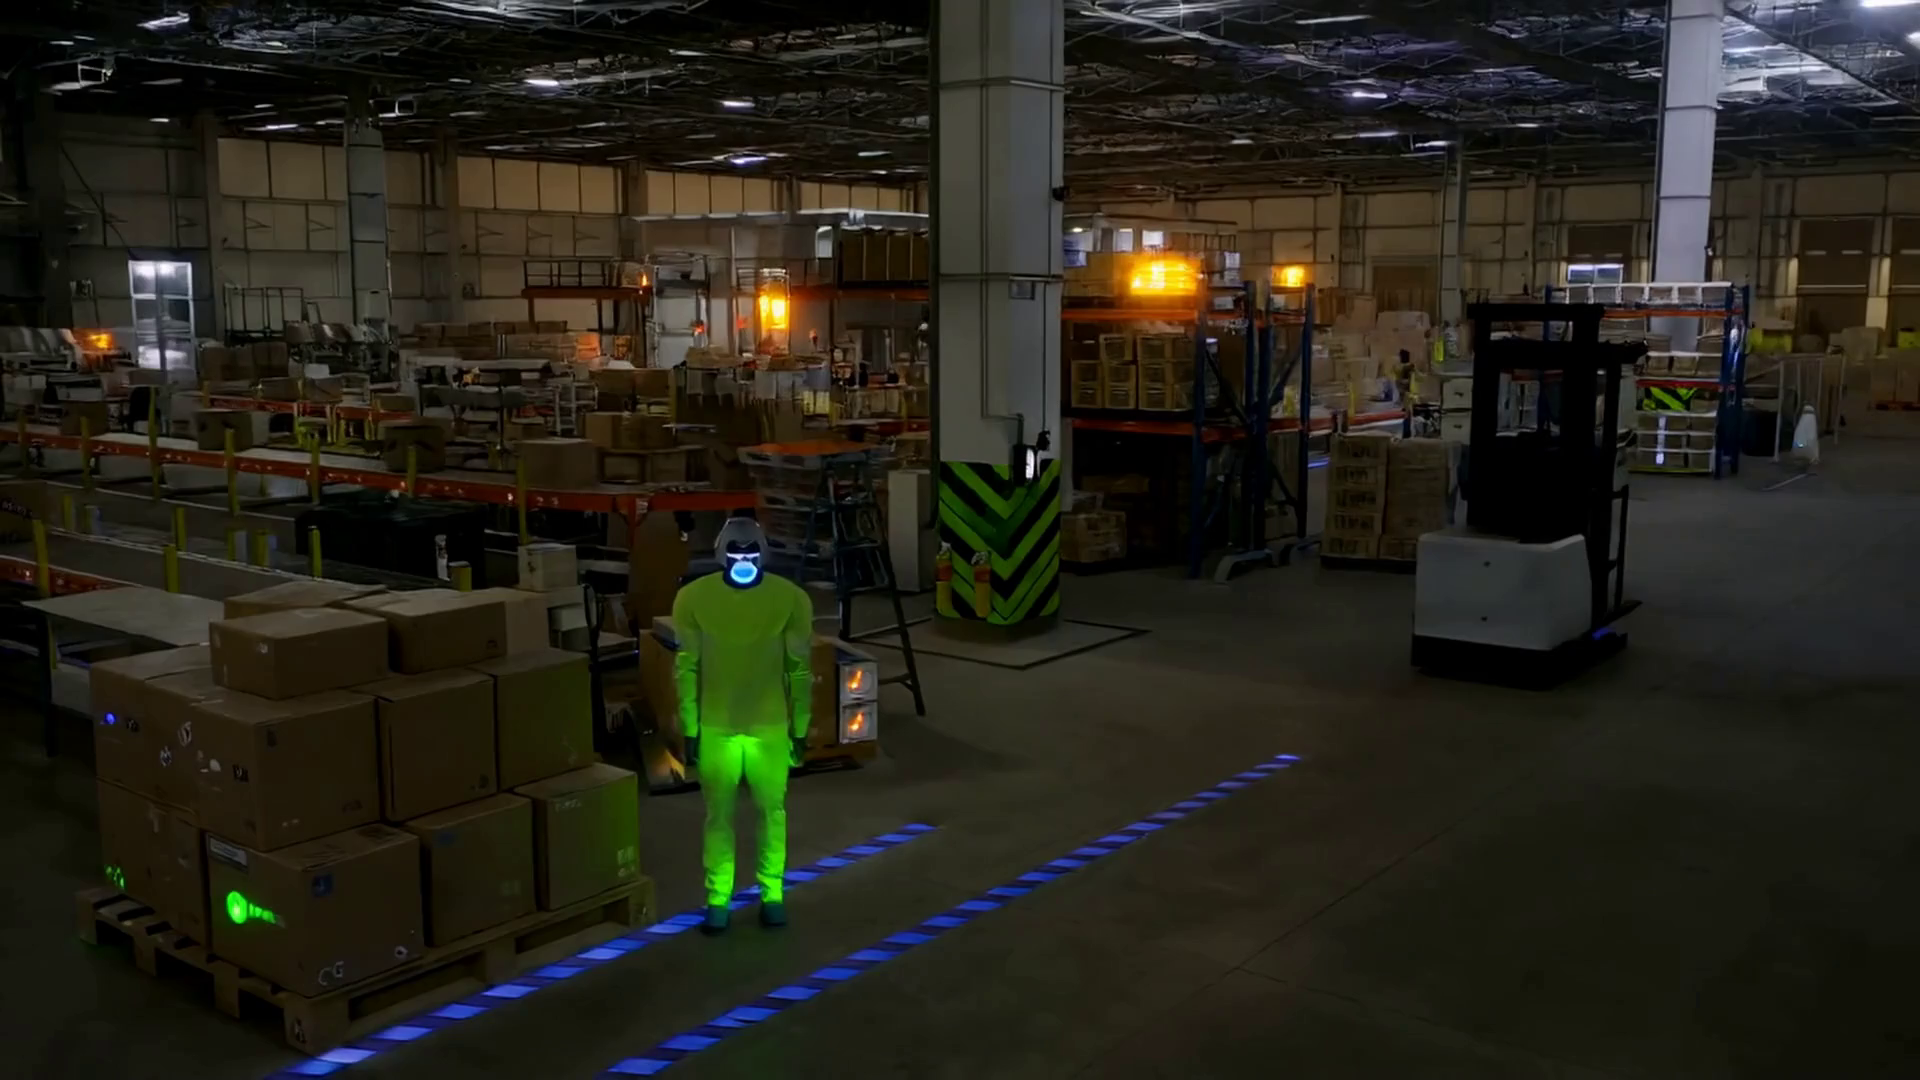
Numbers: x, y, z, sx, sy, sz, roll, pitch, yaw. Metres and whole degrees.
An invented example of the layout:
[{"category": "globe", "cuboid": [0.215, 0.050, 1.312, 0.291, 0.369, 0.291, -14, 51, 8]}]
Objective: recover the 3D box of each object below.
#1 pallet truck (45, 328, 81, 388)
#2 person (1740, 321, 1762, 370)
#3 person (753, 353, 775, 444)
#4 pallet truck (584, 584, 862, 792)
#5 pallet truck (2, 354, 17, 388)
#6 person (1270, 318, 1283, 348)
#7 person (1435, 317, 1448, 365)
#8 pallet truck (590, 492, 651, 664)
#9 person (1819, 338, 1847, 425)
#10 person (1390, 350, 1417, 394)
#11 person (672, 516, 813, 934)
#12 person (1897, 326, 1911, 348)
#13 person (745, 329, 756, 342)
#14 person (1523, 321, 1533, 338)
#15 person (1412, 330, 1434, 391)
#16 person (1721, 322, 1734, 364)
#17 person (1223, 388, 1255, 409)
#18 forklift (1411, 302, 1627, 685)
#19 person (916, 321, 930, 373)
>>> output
[{"category": "pallet truck", "cuboid": [-23.775, -4.544, 43.495, 1.885, 1.965, 0.823, 6, 10, 35]}, {"category": "person", "cuboid": [29.935, -7.346, 62.866, 0.622, 1.850, 1.003, -6, 10, -34]}, {"category": "person", "cuboid": [-3.714, -2.662, 31.570, 0.302, 1.772, 0.527, 6, 11, 37]}, {"category": "pallet truck", "cuboid": [-1.426, 0.805, 10.019, 1.601, 1.201, 0.680, -4, 9, -26]}, {"category": "pallet truck", "cuboid": [-24.881, -4.417, 42.634, 1.885, 1.965, 0.823, 8, 11, 41]}, {"category": "person", "cuboid": [13.977, -8.868, 73.333, 0.655, 1.792, 0.888, 5, 10, 32]}, {"category": "person", "cuboid": [19.582, -8.087, 67.627, 0.379, 1.931, 0.625, -4, 10, -27]}, {"category": "pallet truck", "cuboid": [-3.115, 0.344, 12.883, 0.653, 1.274, 1.630, 7, 11, 37]}, {"category": "person", "cuboid": [19.260, -3.506, 36.841, 0.552, 1.894, 0.948, -5, 10, -32]}, {"category": "person", "cuboid": [9.630, -3.310, 36.312, 0.539, 1.653, 0.859, 7, 11, 41]}, {"category": "person", "cuboid": [-0.970, 0.837, 7.493, 0.624, 1.925, 0.391, -1, 8, -5]}, {"category": "person", "cuboid": [35.591, -7.223, 62.667, 0.536, 1.671, 0.787, -2, 9, -11]}, {"category": "person", "cuboid": [-8.419, -7.941, 66.807, 0.520, 1.873, 0.593, 6, 10, 36]}, {"category": "person", "cuboid": [26.851, -9.725, 78.652, 0.561, 1.927, 0.522, -6, 10, -36]}, {"category": "person", "cuboid": [13.809, -5.302, 49.209, 0.980, 1.823, 0.512, -1, 9, -8]}, {"category": "person", "cuboid": [28.813, -7.326, 62.828, 0.661, 1.818, 0.728, -7, 11, -38]}, {"category": "person", "cuboid": [5.035, -2.445, 30.062, 0.611, 1.777, 0.942, 6, 11, 37]}, {"category": "forklift", "cuboid": [4.379, -0.438, 12.852, 1.129, 2.768, 1.873, 7, 11, 37]}, {"category": "person", "cuboid": [-1.134, -6.197, 54.665, 0.621, 2.006, 1.011, -5, 10, -31]}]
